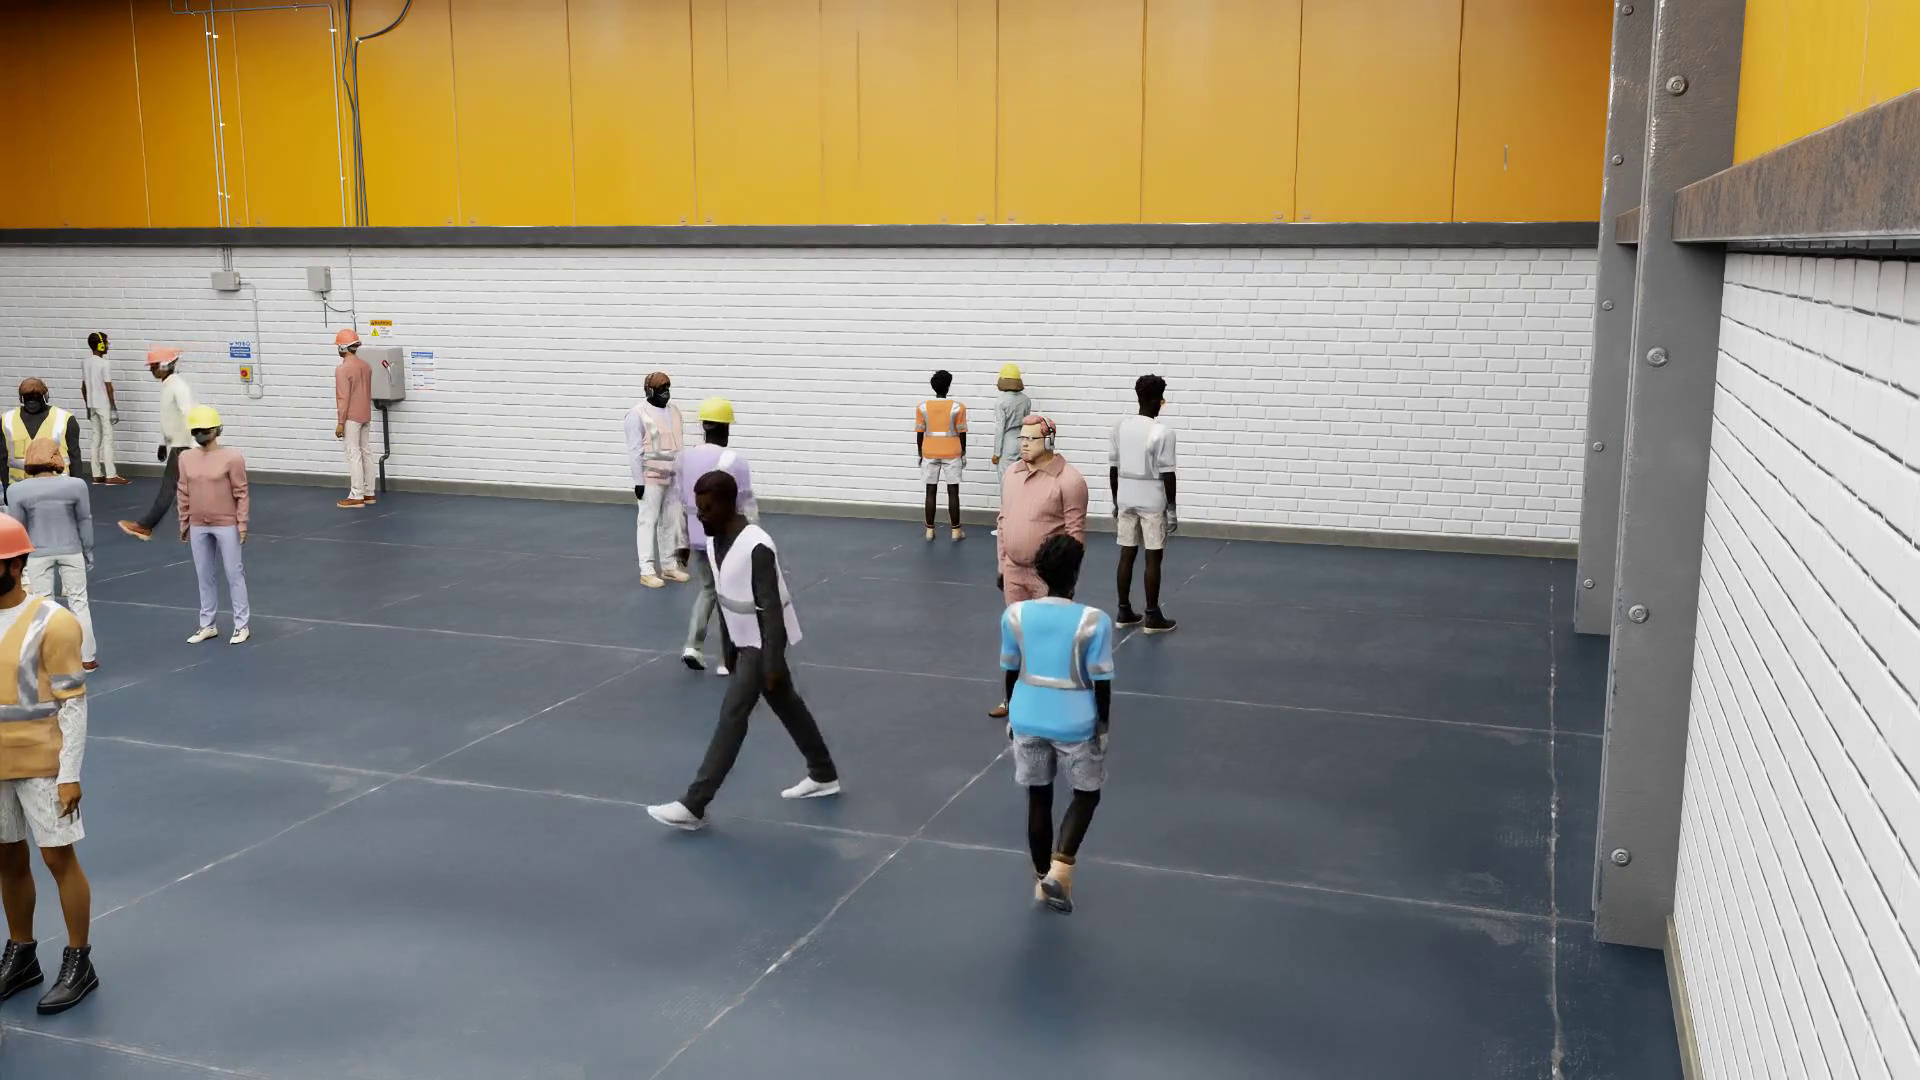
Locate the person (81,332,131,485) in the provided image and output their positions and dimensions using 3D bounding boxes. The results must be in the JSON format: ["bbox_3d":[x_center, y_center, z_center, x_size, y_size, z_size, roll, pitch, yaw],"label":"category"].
[{"bbox_3d":[-10.489,-1.603,20.332,0.513,1.871,0.329,5,11,26],"label":"person"}]

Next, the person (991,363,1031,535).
[{"bbox_3d":[0.503,-0.909,16.774,0.494,1.743,0.304,-10,14,-43],"label":"person"}]

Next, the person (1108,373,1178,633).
[{"bbox_3d":[1.403,-0.280,12.612,0.613,1.961,0.368,10,14,44],"label":"person"}]

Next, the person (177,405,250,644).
[{"bbox_3d":[-5.481,-0.107,12.200,0.533,1.766,0.315,1,10,6],"label":"person"}]

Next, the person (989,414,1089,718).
[{"bbox_3d":[0.460,0.185,10.157,0.641,1.908,0.409,9,13,41],"label":"person"}]

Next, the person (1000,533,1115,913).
[{"bbox_3d":[0.400,0.814,7.220,0.541,1.688,0.448,4,11,24],"label":"person"}]

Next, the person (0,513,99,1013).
[{"bbox_3d":[-3.594,0.846,6.344,0.546,1.938,0.361,2,10,12],"label":"person"}]

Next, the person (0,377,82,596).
[{"bbox_3d":[-7.644,-0.434,13.838,0.621,1.841,0.429,-3,11,-17],"label":"person"}]

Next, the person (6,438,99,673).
[{"bbox_3d":[-6.153,0.119,11.296,0.500,1.633,0.289,-6,12,-31],"label":"person"}]

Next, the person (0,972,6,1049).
[{"bbox_3d":[-3.847,0.860,5.979,0.701,2.000,0.920,-5,11,-27],"label":"person"}]

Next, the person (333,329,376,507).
[{"bbox_3d":[-6.790,-1.360,18.611,0.380,1.995,0.611,2,10,10],"label":"person"}]

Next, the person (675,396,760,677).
[{"bbox_3d":[-1.624,-0.010,11.220,0.614,1.915,0.423,7,12,33],"label":"person"}]

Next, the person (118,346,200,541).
[{"bbox_3d":[-7.826,-0.958,16.537,1.077,1.928,0.661,-6,12,-33],"label":"person"}]

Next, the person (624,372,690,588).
[{"bbox_3d":[-2.582,-0.527,14.350,0.429,1.844,0.625,7,12,33],"label":"person"}]

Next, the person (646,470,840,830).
[{"bbox_3d":[-1.090,0.538,8.452,1.153,1.804,0.604,-5,11,-28],"label":"person"}]

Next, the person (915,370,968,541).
[{"bbox_3d":[-0.179,-0.830,16.462,0.532,1.697,0.322,2,10,11],"label":"person"}]
